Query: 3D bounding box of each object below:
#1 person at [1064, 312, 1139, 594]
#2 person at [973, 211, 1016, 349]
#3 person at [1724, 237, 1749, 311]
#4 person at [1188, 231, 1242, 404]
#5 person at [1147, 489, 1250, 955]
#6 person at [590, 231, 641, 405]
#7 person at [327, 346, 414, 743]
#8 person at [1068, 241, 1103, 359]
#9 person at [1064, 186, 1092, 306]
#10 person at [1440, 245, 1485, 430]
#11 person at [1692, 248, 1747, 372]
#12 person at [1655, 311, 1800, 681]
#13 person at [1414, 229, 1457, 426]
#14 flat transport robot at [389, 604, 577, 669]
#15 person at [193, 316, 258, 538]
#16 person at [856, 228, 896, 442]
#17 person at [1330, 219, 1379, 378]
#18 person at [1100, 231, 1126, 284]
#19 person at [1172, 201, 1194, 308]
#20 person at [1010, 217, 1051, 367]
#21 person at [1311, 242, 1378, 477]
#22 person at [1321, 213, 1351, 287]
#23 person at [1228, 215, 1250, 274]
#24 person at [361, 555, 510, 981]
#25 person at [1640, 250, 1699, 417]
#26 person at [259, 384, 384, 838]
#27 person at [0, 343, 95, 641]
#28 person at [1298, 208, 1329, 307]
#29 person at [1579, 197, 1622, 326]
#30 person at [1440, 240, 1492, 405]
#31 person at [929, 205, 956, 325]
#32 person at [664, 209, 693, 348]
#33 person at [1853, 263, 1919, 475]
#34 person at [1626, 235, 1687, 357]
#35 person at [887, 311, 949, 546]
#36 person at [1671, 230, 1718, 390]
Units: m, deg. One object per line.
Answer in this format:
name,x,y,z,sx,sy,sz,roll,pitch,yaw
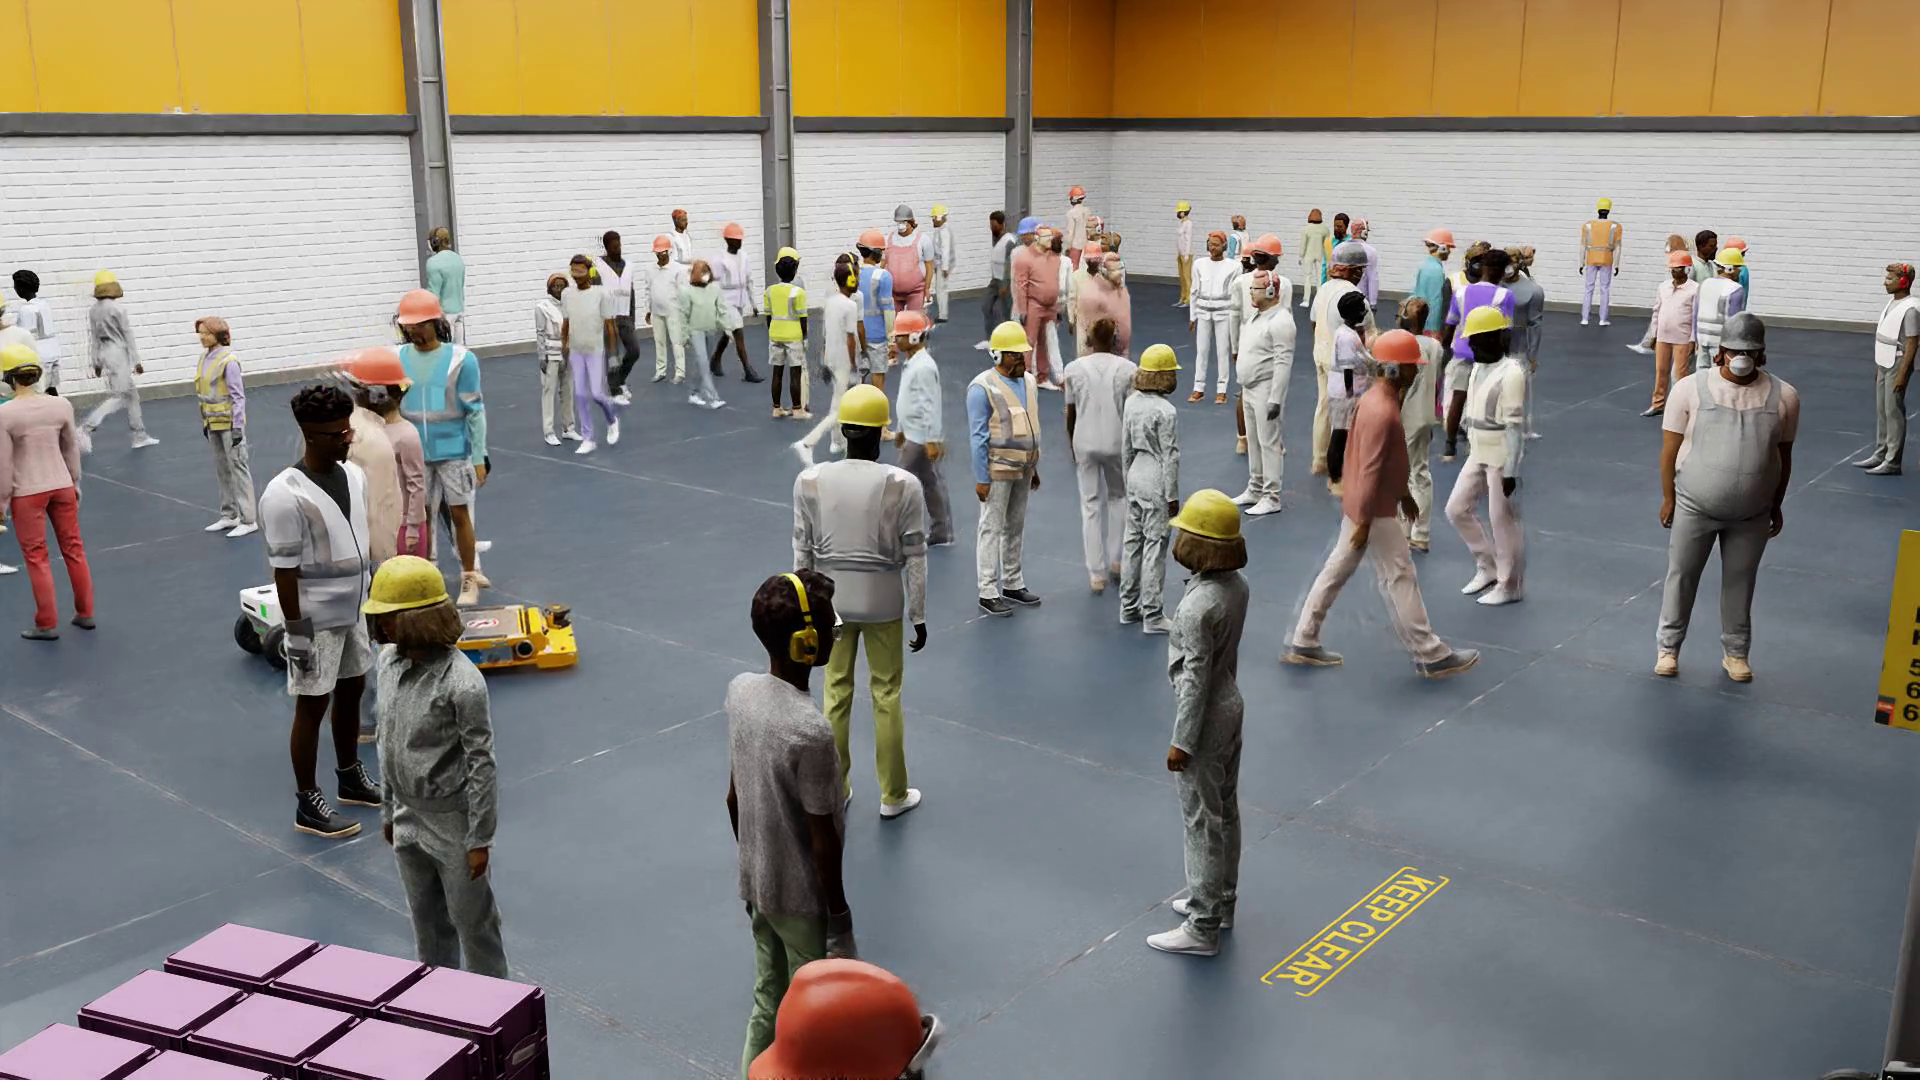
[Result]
person,0.935,-0.594,11.001,0.504,1.812,0.777,1,14,3
person,0.486,-3.486,22.412,0.735,1.883,0.642,-7,16,-26
person,8.854,-2.597,19.139,0.345,1.746,0.573,7,16,26
person,2.785,-2.434,18.221,0.573,1.883,0.357,6,15,24
person,0.888,0.666,6.112,0.290,1.746,0.486,7,16,25
person,-3.743,-2.409,18.104,0.453,1.896,0.597,12,18,40
person,-2.870,0.036,8.158,0.478,1.971,0.630,-8,16,-30
person,1.471,-2.445,18.527,0.572,1.749,0.342,4,15,17
person,1.967,-4.939,27.999,0.373,1.997,0.618,11,18,38
person,5.101,-2.007,16.601,0.625,1.844,0.429,0,14,1
person,7.510,-1.967,16.465,0.404,1.829,0.591,-4,15,-17
person,4.190,-0.231,9.097,0.684,2.000,0.538,3,14,13
person,4.849,-2.176,16.999,0.460,1.976,0.630,0,14,1
flat transport robot,-2.929,0.582,9.437,1.431,0.197,0.652,-4,15,-16
person,-5.468,-0.842,12.353,0.524,1.639,0.306,12,18,39
person,-0.850,-1.966,16.026,0.615,2.041,0.392,10,17,35
person,4.781,-2.911,20.078,0.405,1.906,0.653,-12,18,-39
person,1.682,-2.542,18.728,0.345,1.846,0.508,-3,14,-11
person,3.724,-4.762,27.777,0.341,1.760,0.525,-3,14,-11
person,0.894,-2.993,20.381,0.607,1.915,0.814,8,16,30
person,3.326,-1.531,14.294,0.535,2.000,0.687,-4,15,-16
person,4.902,-3.242,21.407,0.386,1.912,0.595,-10,17,-34
person,4.338,-4.231,25.922,0.316,1.630,0.510,11,18,38
person,-1.655,0.889,5.224,0.489,1.743,0.323,10,17,34
person,7.379,-2.112,17.193,0.329,1.751,0.566,-9,17,-31
person,-2.708,0.299,7.160,0.385,1.957,0.602,4,15,14
person,-5.470,-0.284,9.867,0.326,1.767,0.533,8,16,28
person,5.931,-4.729,27.896,0.507,1.632,0.273,-2,14,-7
person,9.703,-4.212,25.229,0.594,1.930,0.354,7,16,25
person,5.390,-2.258,17.625,0.511,1.841,0.891,-12,19,-41
person,-0.266,-4.221,25.492,0.414,1.817,0.623,0,14,-1
person,-3.829,-3.579,22.799,0.362,1.883,0.575,6,15,22
person,8.154,-1.482,14.493,0.373,1.843,0.570,3,14,11
person,9.266,-3.194,21.825,0.830,1.586,0.525,-2,14,-6
person,-0.404,-0.766,11.869,0.747,1.719,0.603,-3,14,-10
person,7.852,-2.348,17.803,0.391,1.920,0.587,12,18,40
